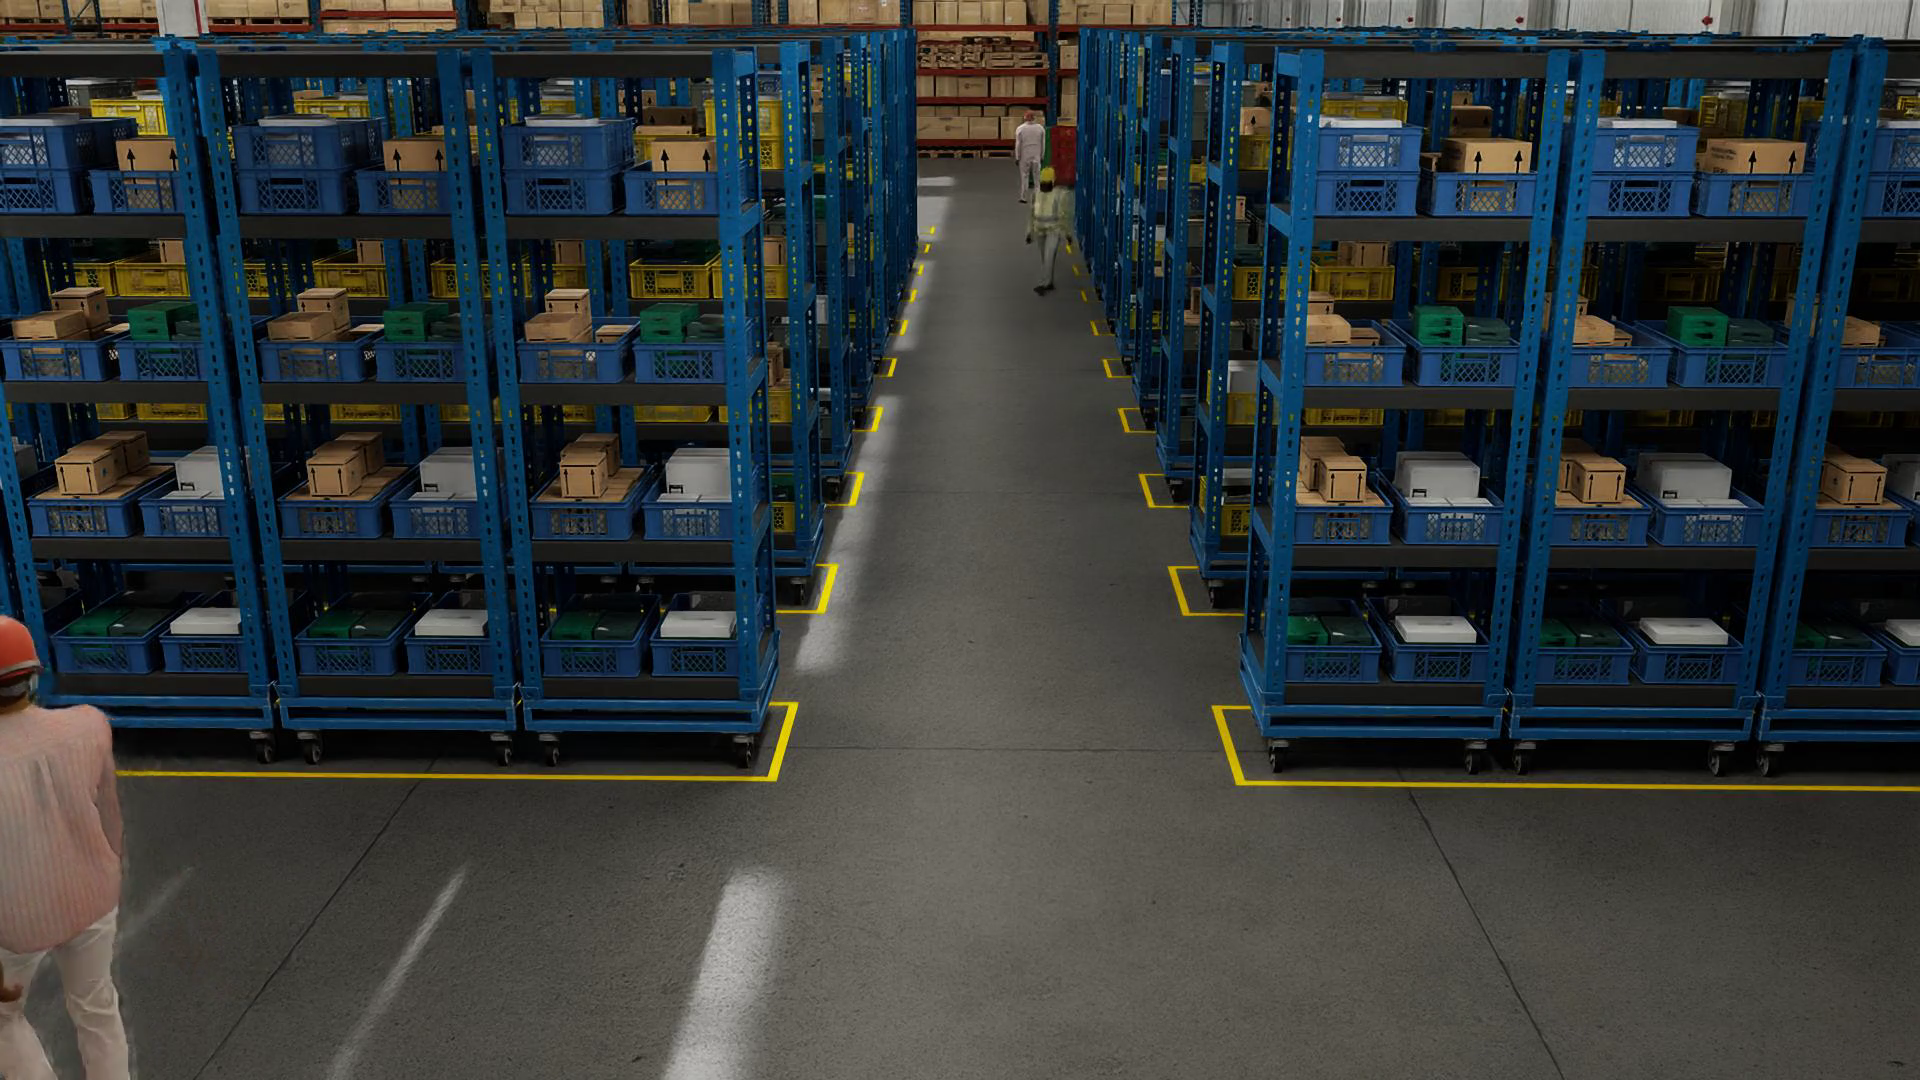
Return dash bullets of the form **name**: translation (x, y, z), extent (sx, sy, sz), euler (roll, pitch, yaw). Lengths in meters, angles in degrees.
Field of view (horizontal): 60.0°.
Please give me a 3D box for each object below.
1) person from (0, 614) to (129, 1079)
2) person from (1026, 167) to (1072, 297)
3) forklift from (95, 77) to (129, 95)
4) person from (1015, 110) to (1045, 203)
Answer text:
- **person**: translation (-2.964, 1.173, 5.385), extent (0.448, 1.977, 0.622), euler (11, 21, 32)
- **person**: translation (1.191, -4.296, 23.164), extent (0.625, 1.755, 1.018), euler (10, 20, 30)
- **forklift**: translation (-24.419, -12.676, 48.037), extent (1.129, 2.768, 1.873), euler (0, 17, 1)
- **person**: translation (1.456, -7.998, 34.738), extent (0.636, 1.903, 0.404), euler (-4, 18, -13)
